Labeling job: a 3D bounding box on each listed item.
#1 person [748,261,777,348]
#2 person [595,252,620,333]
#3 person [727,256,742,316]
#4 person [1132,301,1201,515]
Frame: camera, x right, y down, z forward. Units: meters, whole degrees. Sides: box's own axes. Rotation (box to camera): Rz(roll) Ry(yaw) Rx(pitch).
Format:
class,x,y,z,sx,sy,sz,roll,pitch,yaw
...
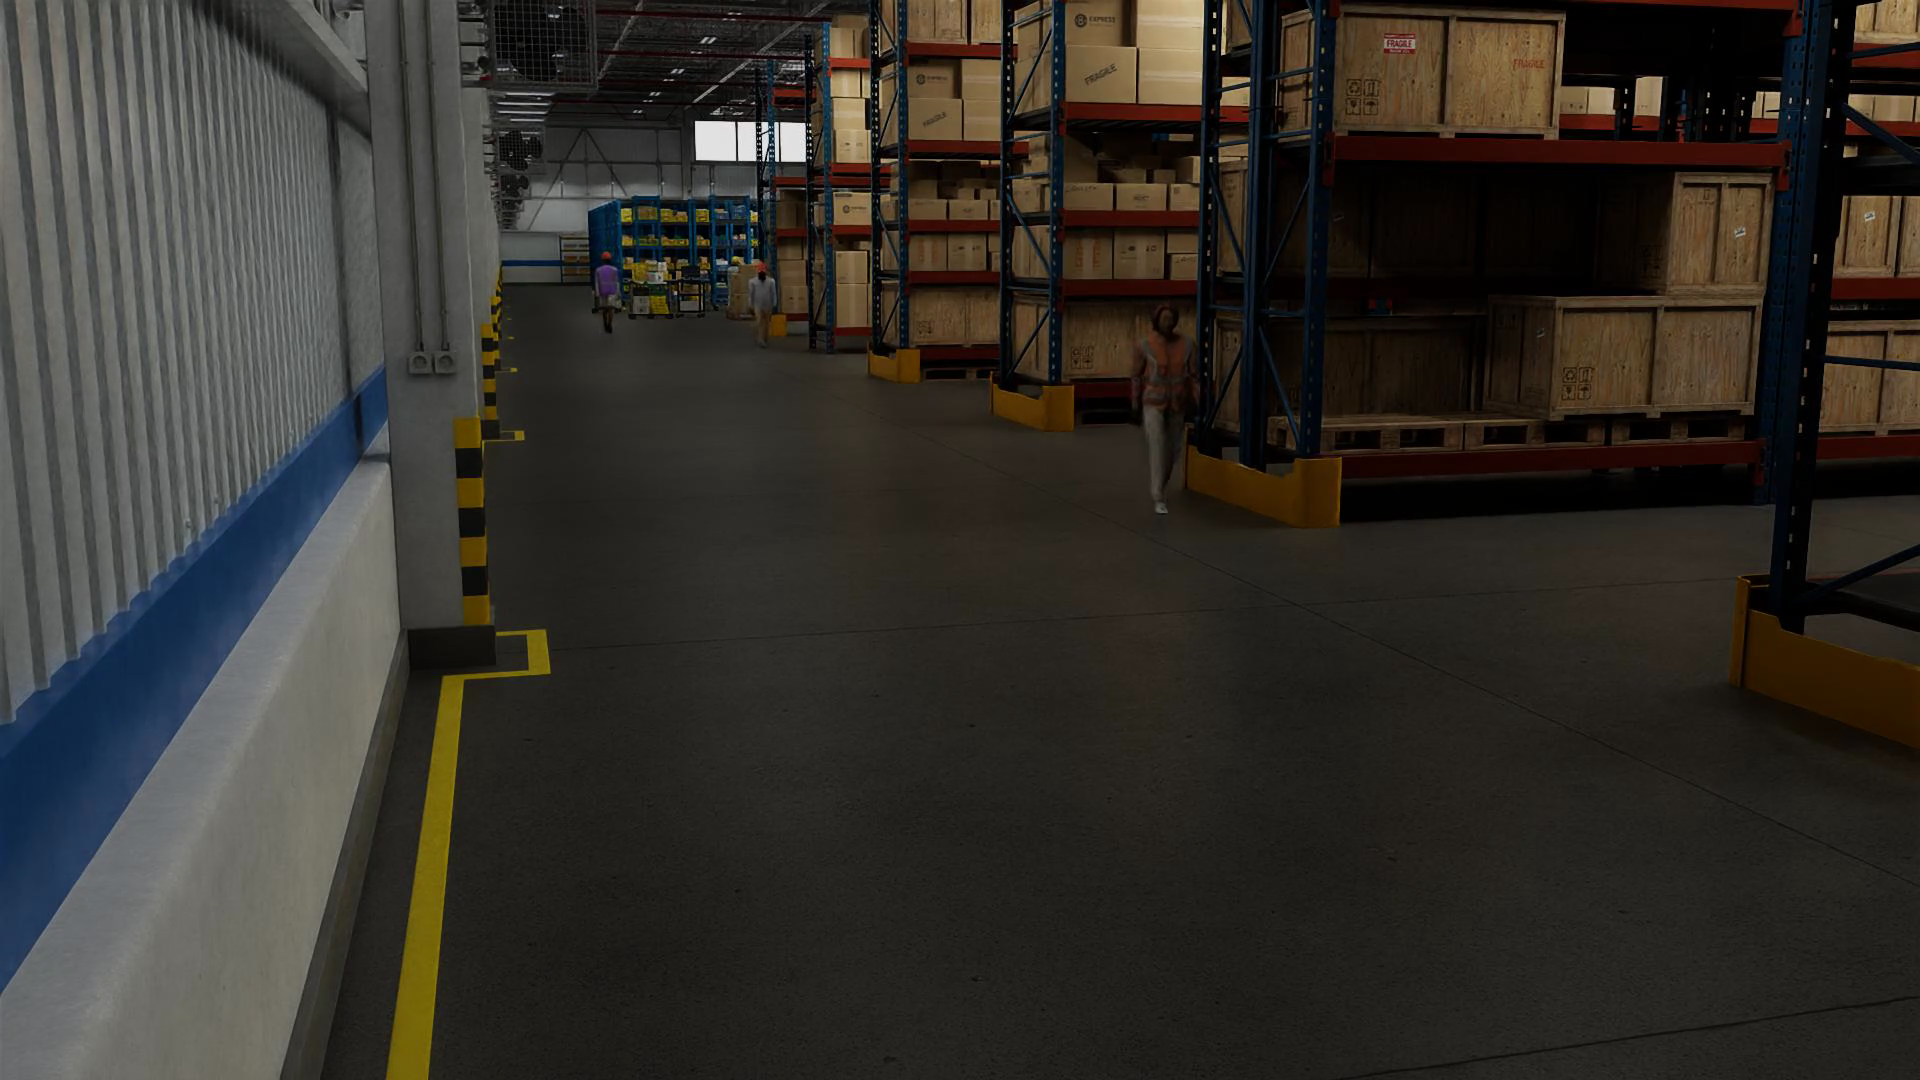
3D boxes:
class,x,y,z,sx,sy,sz,roll,pitch,yaw
person,-3.942,-4.696,33.208,0.571,1.729,0.533,-3,11,-18
person,-8.332,-5.846,39.245,0.549,1.910,0.858,-1,10,-7
person,-6.506,-7.327,48.113,0.485,1.734,0.348,5,11,26
person,1.559,-1.033,12.800,0.519,1.615,0.690,-2,10,-10
